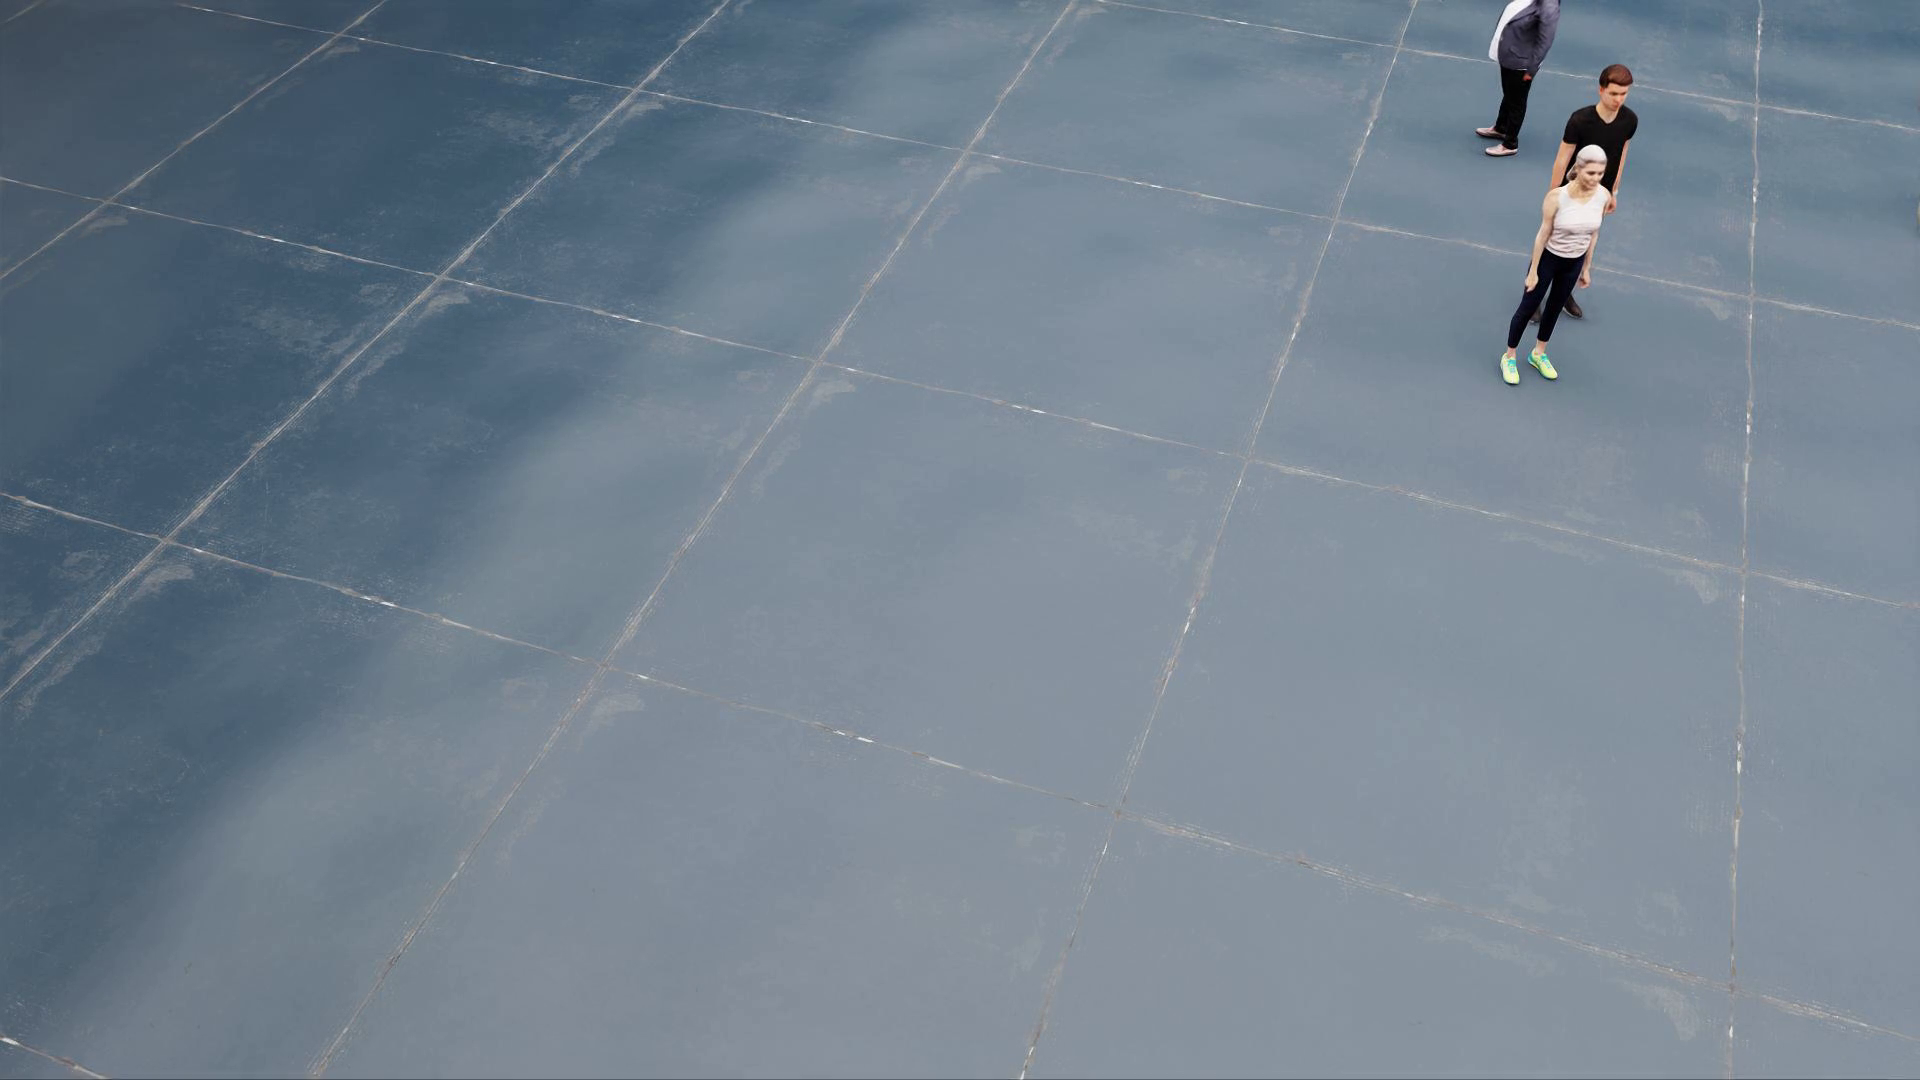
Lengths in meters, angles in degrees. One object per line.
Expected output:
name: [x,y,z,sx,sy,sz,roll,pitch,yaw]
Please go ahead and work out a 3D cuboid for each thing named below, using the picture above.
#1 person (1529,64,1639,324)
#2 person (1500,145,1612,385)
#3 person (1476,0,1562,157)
person: [4.197,-2.350,11.224,0.707,1.862,0.833,-6,43,-6]
person: [3.855,-1.790,10.739,0.636,1.706,0.740,-8,44,-8]
person: [4.384,-3.774,12.943,0.754,1.596,0.749,2,43,2]
